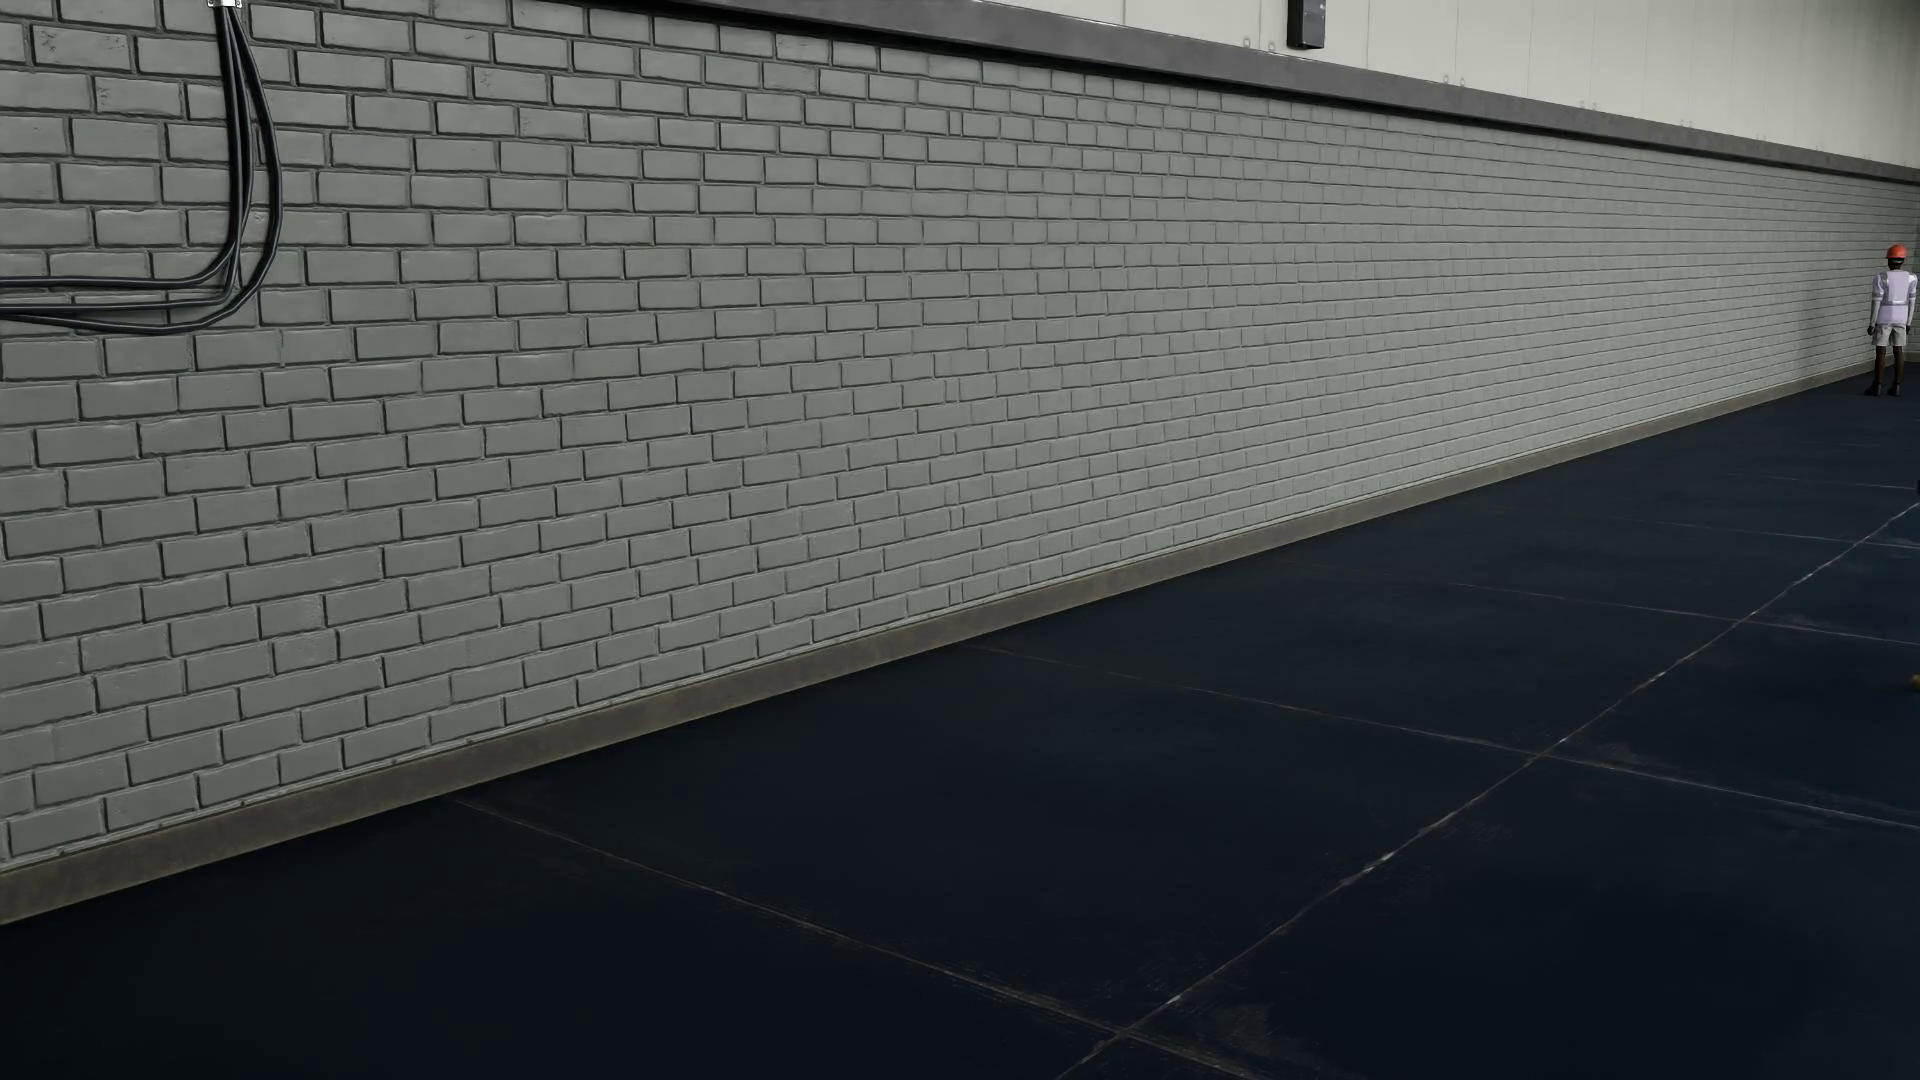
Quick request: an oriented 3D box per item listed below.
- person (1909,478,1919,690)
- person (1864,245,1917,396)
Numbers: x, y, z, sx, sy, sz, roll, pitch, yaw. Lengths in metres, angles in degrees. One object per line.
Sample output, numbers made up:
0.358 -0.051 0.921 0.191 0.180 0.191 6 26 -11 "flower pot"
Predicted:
4.677 -0.330 7.457 0.827 2.000 0.689 -3 11 -14 "person"
12.068 -2.849 21.582 0.545 1.938 0.361 1 10 3 "person"
